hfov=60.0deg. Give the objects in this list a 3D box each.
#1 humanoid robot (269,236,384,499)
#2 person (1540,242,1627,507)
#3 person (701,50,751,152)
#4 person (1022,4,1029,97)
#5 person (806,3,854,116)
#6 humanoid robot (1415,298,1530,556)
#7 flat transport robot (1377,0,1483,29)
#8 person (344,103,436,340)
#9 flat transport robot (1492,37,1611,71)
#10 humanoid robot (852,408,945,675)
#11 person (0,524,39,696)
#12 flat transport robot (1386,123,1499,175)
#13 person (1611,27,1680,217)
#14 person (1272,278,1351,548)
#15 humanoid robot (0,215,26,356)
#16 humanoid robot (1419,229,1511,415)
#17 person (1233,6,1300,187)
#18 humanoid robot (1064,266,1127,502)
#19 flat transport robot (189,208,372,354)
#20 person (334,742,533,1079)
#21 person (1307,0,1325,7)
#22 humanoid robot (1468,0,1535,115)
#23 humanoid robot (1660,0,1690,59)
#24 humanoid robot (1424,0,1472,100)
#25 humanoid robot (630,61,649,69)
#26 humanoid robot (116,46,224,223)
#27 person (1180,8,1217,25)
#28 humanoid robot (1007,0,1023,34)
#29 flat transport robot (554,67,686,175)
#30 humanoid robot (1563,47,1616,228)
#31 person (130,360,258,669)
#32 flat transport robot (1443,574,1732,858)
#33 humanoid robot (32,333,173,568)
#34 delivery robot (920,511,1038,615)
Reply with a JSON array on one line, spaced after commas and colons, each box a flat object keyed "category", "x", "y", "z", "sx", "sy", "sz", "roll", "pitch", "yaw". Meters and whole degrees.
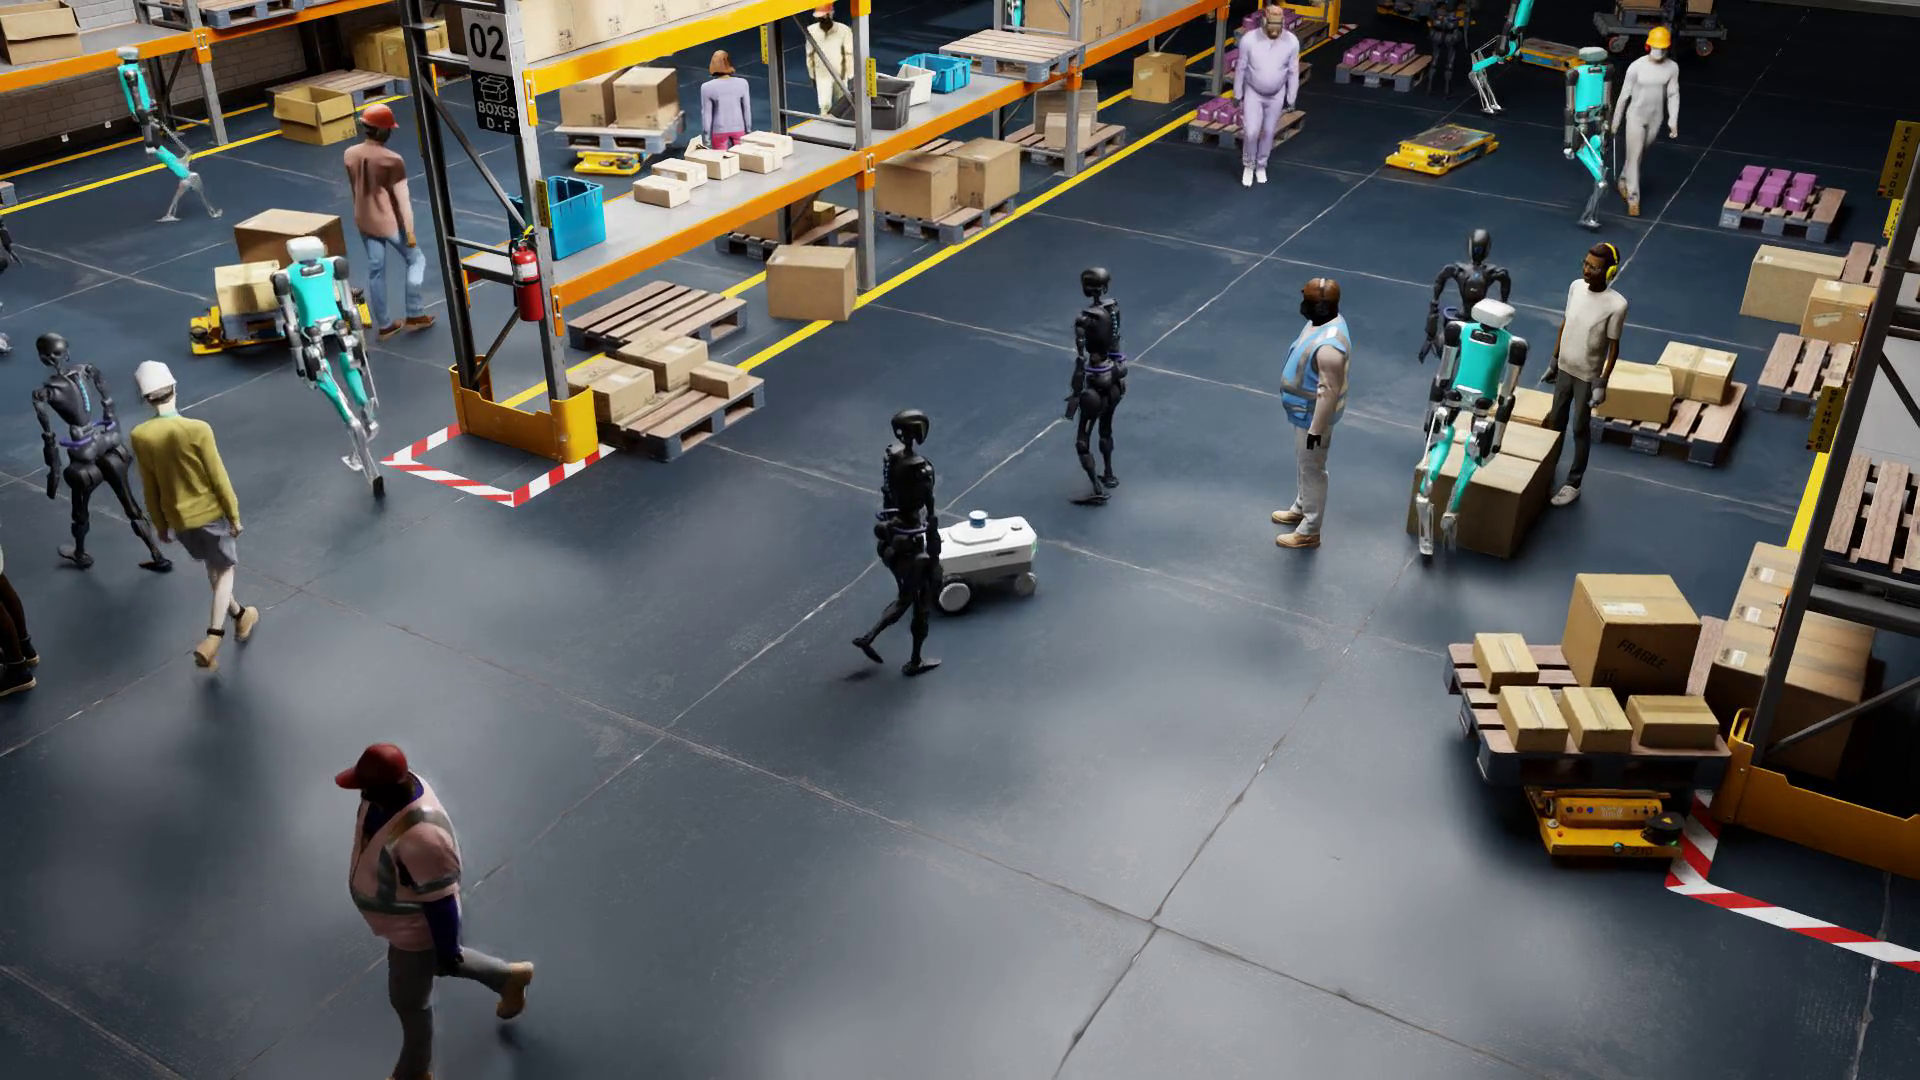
[{"category": "humanoid robot", "x": -4.246, "y": -1.152, "z": 11.525, "sx": 0.550, "sy": 1.789, "sz": 0.925, "roll": -22, "pitch": 36, "yaw": -34}, {"category": "person", "x": 4.199, "y": -1.129, "z": 11.309, "sx": 0.328, "sy": 1.876, "sz": 0.518, "roll": -15, "pitch": 33, "yaw": -24}, {"category": "person", "x": -2.361, "y": -4.134, "z": 16.877, "sx": 0.498, "sy": 1.628, "sz": 0.282, "roll": -8, "pitch": 30, "yaw": -14}, {"category": "person", "x": 1.016, "y": -6.516, "z": 20.877, "sx": 0.538, "sy": 1.818, "sz": 0.614, "roll": 21, "pitch": 35, "yaw": 32}, {"category": "person", "x": -1.455, "y": -5.281, "z": 18.830, "sx": 0.572, "sy": 1.684, "sz": 0.949, "roll": 1, "pitch": 29, "yaw": 2}, {"category": "humanoid robot", "x": 3.116, "y": -0.576, "z": 10.505, "sx": 0.560, "sy": 1.808, "sz": 0.766, "roll": 20, "pitch": 35, "yaw": 31}, {"category": "flat transport robot", "x": 6.986, "y": -7.909, "z": 24.932, "sx": 0.659, "sy": 0.231, "sz": 1.431, "roll": -15, "pitch": 33, "yaw": -24}, {"category": "person", "x": -4.780, "y": -2.671, "z": 13.942, "sx": 0.659, "sy": 1.963, "sz": 0.623, "roll": 10, "pitch": 31, "yaw": 17}, {"category": "flat transport robot", "x": 8.007, "y": -6.546, "z": 22.521, "sx": 0.659, "sy": 0.231, "sz": 1.431, "roll": -20, "pitch": 35, "yaw": -31}, {"category": "humanoid robot", "x": -0.353, "y": 0.044, "z": 9.431, "sx": 0.488, "sy": 1.636, "sz": 0.585, "roll": -18, "pitch": 34, "yaw": -29}, {"category": "person", "x": -5.561, "y": -0.031, "z": 9.275, "sx": 0.368, "sy": 1.964, "sz": 0.607, "roll": -8, "pitch": 31, "yaw": -14}, {"category": "flat transport robot", "x": 5.454, "y": -4.413, "z": 18.748, "sx": 0.659, "sy": 0.231, "sz": 1.431, "roll": 24, "pitch": 37, "yaw": 36}, {"category": "person", "x": 6.996, "y": -4.301, "z": 16.962, "sx": 0.569, "sy": 1.835, "sz": 0.993, "roll": 0, "pitch": 29, "yaw": -1}, {"category": "person", "x": 2.279, "y": -0.826, "z": 10.808, "sx": 0.429, "sy": 1.839, "sz": 0.632, "roll": 3, "pitch": 30, "yaw": 5}, {"category": "humanoid robot", "x": -8.065, "y": -2.341, "z": 13.692, "sx": 0.782, "sy": 1.628, "sz": 0.595, "roll": 26, "pitch": 39, "yaw": 38}, {"category": "humanoid robot", "x": 3.714, "y": -1.512, "z": 12.218, "sx": 0.614, "sy": 1.626, "sz": 0.638, "roll": 5, "pitch": 30, "yaw": 9}, {"category": "person", "x": 3.235, "y": -4.665, "z": 17.550, "sx": 0.666, "sy": 1.879, "sz": 0.652, "roll": -1, "pitch": 29, "yaw": -1}, {"category": "humanoid robot", "x": 0.963, "y": -1.077, "z": 11.412, "sx": 0.382, "sy": 1.638, "sz": 0.606, "roll": 19, "pitch": 34, "yaw": 29}, {"category": "flat transport robot", "x": -5.837, "y": -1.896, "z": 14.295, "sx": 1.431, "sy": 0.231, "sz": 0.659, "roll": -11, "pitch": 31, "yaw": -19}, {"category": "person", "x": -2.185, "y": 1.502, "z": 6.801, "sx": 0.729, "sy": 1.732, "sz": 0.614, "roll": -16, "pitch": 33, "yaw": -26}, {"category": "person", "x": 5.579, "y": -9.139, "z": 25.540, "sx": 0.431, "sy": 1.823, "sz": 0.670, "roll": 5, "pitch": 30, "yaw": 8}, {"category": "humanoid robot", "x": 6.422, "y": -5.971, "z": 19.874, "sx": 0.735, "sy": 1.681, "sz": 0.533, "roll": 24, "pitch": 37, "yaw": 36}, {"category": "humanoid robot", "x": 9.118, "y": -6.657, "z": 21.288, "sx": 0.395, "sy": 1.641, "sz": 0.598, "roll": 19, "pitch": 35, "yaw": 30}, {"category": "humanoid robot", "x": 6.094, "y": -6.387, "z": 20.794, "sx": 0.315, "sy": 1.657, "sz": 0.599, "roll": -24, "pitch": 37, "yaw": -36}, {"category": "humanoid robot", "x": -4.146, "y": -6.805, "z": 21.484, "sx": 0.798, "sy": 1.774, "sz": 0.533, "roll": 21, "pitch": 36, "yaw": 32}, {"category": "humanoid robot", "x": -7.849, "y": -4.034, "z": 16.681, "sx": 0.804, "sy": 1.855, "sz": 0.565, "roll": -13, "pitch": 32, "yaw": -22}, {"category": "person", "x": 3.521, "y": -8.447, "z": 24.420, "sx": 0.886, "sy": 1.707, "sz": 0.576, "roll": -20, "pitch": 35, "yaw": -31}, {"category": "humanoid robot", "x": 0.844, "y": -7.038, "z": 21.958, "sx": 0.554, "sy": 1.747, "sz": 0.988, "roll": 6, "pitch": 30, "yaw": 10}, {"category": "flat transport robot", "x": -3.793, "y": -4.409, "z": 18.742, "sx": 0.659, "sy": 0.231, "sz": 1.431, "roll": 4, "pitch": 30, "yaw": 7}, {"category": "humanoid robot", "x": 6.246, "y": -3.828, "z": 16.300, "sx": 0.535, "sy": 1.829, "sz": 0.854, "roll": -10, "pitch": 31, "yaw": -17}, {"category": "person", "x": -4.422, "y": -0.121, "z": 9.566, "sx": 0.515, "sy": 1.845, "sz": 0.794, "roll": -1, "pitch": 29, "yaw": -2}, {"category": "flat transport robot", "x": 3.298, "y": 1.165, "z": 8.881, "sx": 0.659, "sy": 0.231, "sz": 1.431, "roll": 1, "pitch": 29, "yaw": 1}, {"category": "humanoid robot", "x": -5.524, "y": -0.547, "z": 10.511, "sx": 0.761, "sy": 1.627, "sz": 0.600, "roll": 11, "pitch": 31, "yaw": 18}, {"category": "delivery robot", "x": 0.111, "y": 0.096, "z": 10.469, "sx": 0.768, "sy": 0.583, "sz": 0.499, "roll": -9, "pitch": 31, "yaw": -16}]
